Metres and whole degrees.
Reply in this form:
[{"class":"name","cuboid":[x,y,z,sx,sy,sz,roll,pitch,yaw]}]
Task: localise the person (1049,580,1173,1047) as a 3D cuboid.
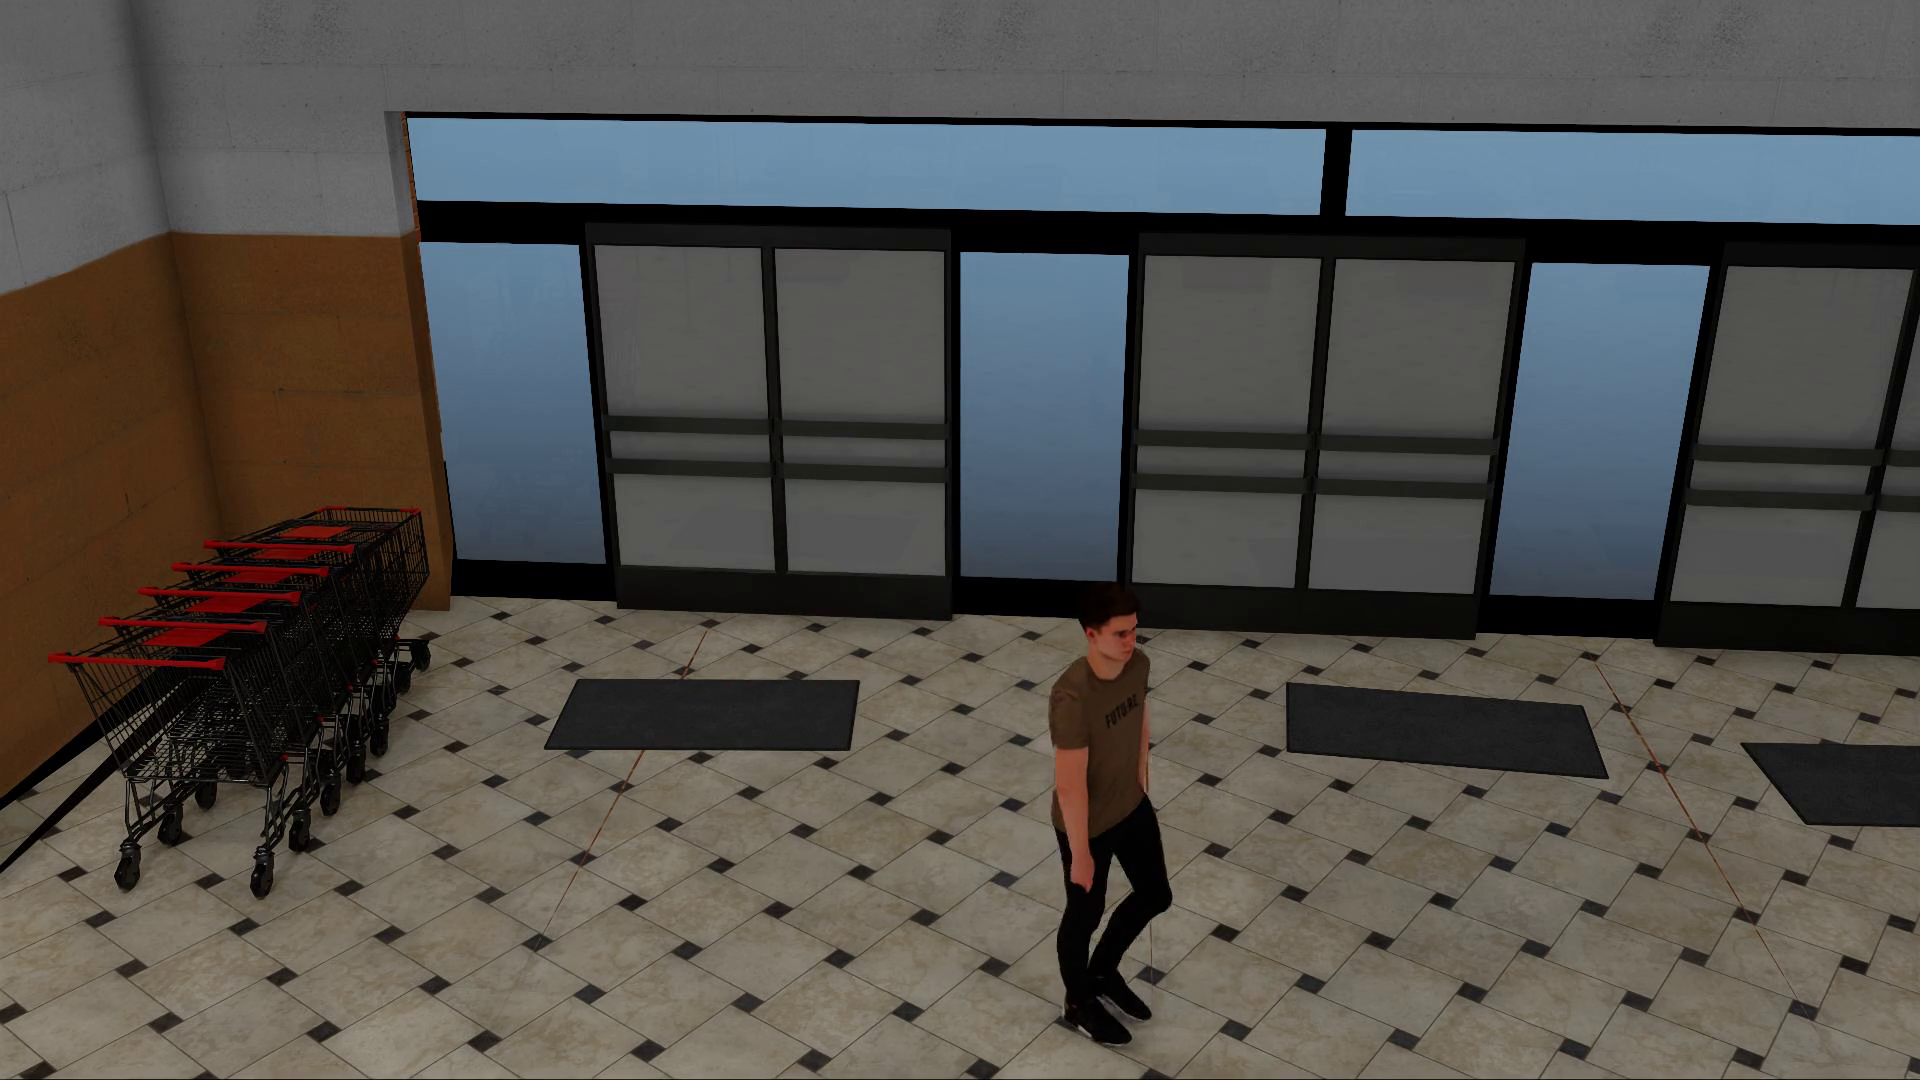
[{"class":"person","cuboid":[0.447,0.970,6.026,0.854,1.846,0.759,18,28,38]}]
